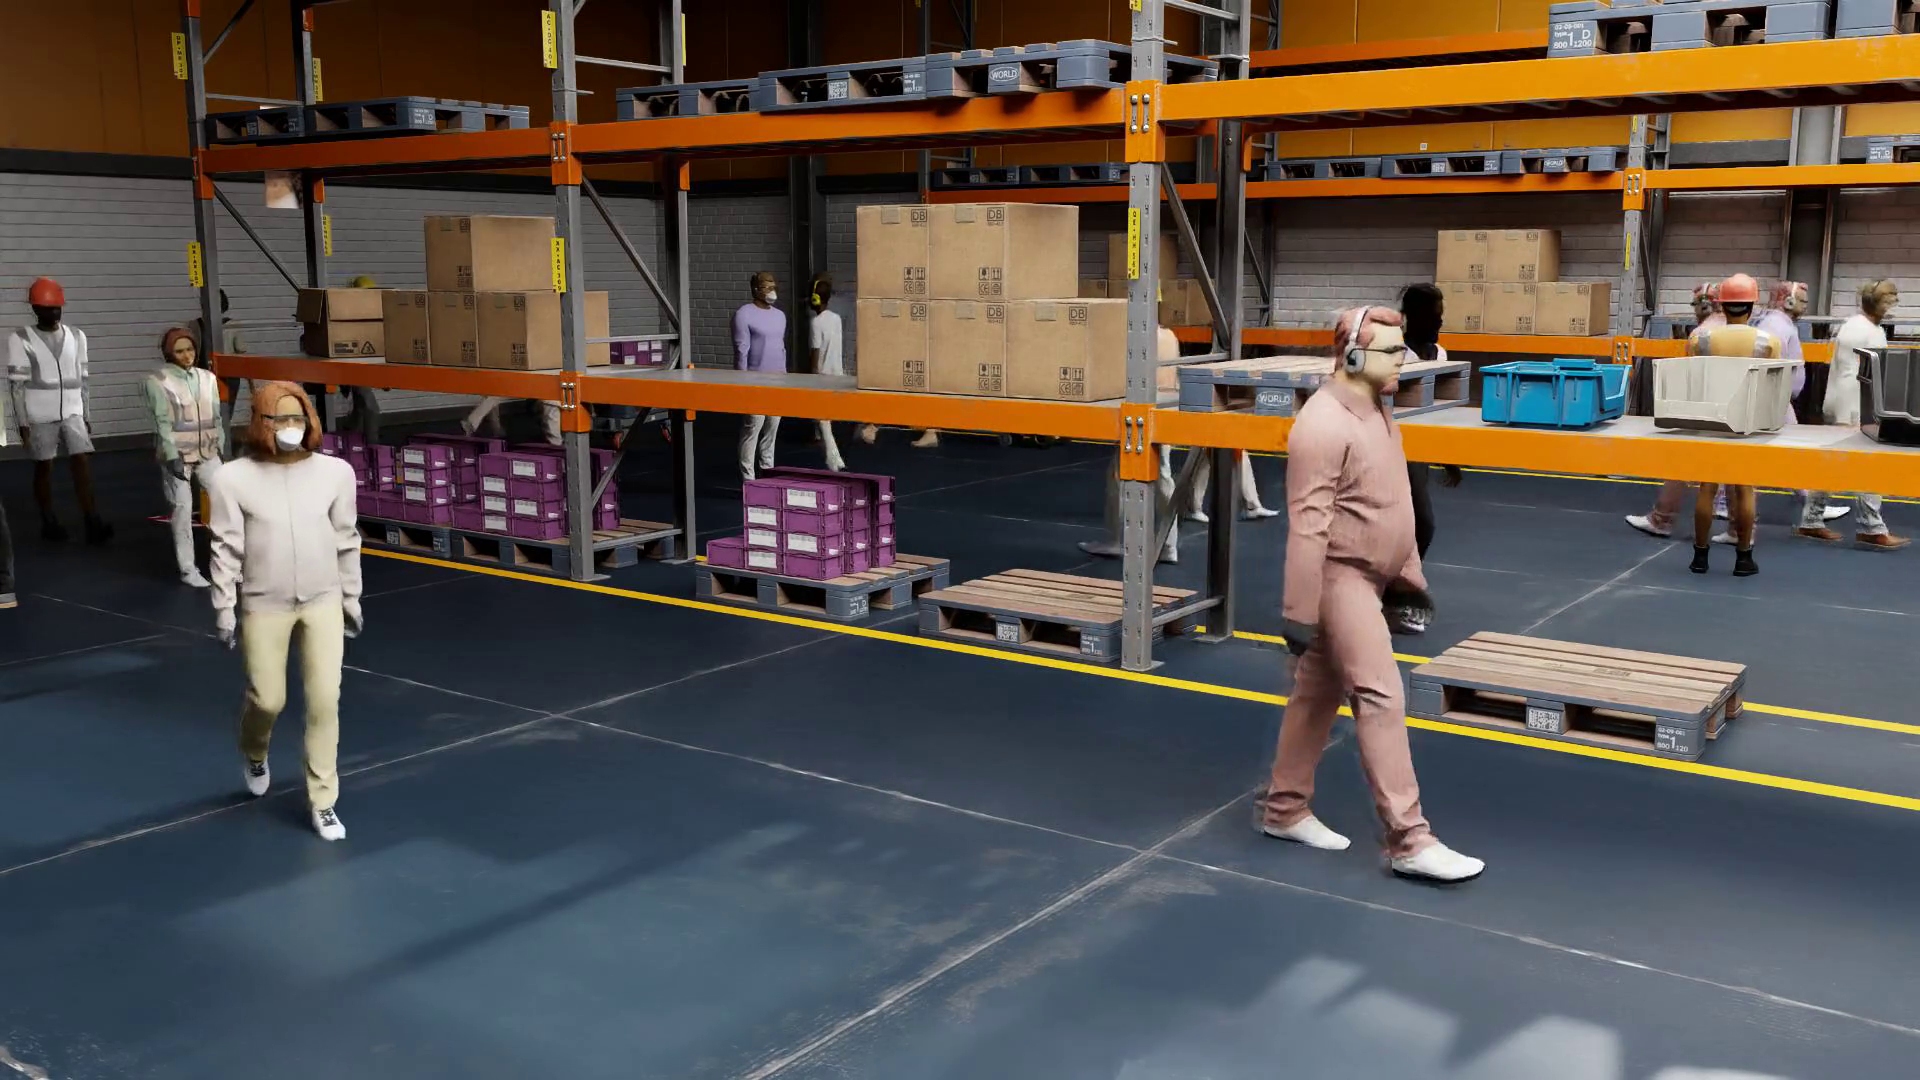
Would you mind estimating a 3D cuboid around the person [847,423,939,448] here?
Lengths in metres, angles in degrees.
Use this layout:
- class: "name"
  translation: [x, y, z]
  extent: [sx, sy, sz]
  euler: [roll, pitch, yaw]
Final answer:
- class: "person"
  translation: [-0.709, -1.976, 17.954]
  extent: [1.043, 1.983, 0.607]
  euler: [0, 10, -3]

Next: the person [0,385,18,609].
- class: "person"
  translation: [-5.768, -0.576, 9.651]
  extent: [0.406, 1.987, 0.608]
  euler: [-8, 12, -39]

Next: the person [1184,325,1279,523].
- class: "person"
  translation: [2.094, -0.909, 12.751]
  extent: [0.793, 1.607, 0.521]
  euler: [4, 10, 22]

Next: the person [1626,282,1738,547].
- class: "person"
  translation: [5.313, -0.907, 11.970]
  extent: [0.684, 1.854, 0.956]
  euler: [-6, 11, -30]

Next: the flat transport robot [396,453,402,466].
- class: "flat transport robot"
  translation: [-5.155, -0.639, 15.105]
  extent: [0.652, 0.197, 1.431]
  euler: [-3, 10, -18]

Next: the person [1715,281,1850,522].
- class: "person"
  translation: [6.347, -1.036, 12.746]
  extent: [0.981, 1.854, 0.655]
  euler: [3, 10, 18]

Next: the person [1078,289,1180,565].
- class: "person"
  translation: [1.164, -0.797, 11.193]
  extent: [0.834, 1.893, 0.622]
  euler: [9, 13, 42]

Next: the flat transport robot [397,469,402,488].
- class: "flat transport robot"
  translation: [-4.573, -0.491, 14.222]
  extent: [1.431, 0.197, 0.652]
  euler: [-3, 10, -18]

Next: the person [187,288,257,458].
- class: "person"
  translation: [-6.831, -1.443, 15.397]
  extent: [0.526, 1.795, 0.990]
  euler: [0, 10, -1]

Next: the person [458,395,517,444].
- class: "person"
  translation: [-5.141, -1.966, 17.969]
  extent: [0.625, 1.974, 0.824]
  euler: [6, 11, 31]

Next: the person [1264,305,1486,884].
- class: "person"
  translation: [1.414, 0.177, 5.500]
  extent: [0.895, 1.874, 0.647]
  euler: [5, 11, 26]

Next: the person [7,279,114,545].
- class: "person"
  translation: [-6.392, -0.889, 11.788]
  extent: [0.984, 1.882, 0.568]
  euler: [8, 13, 41]

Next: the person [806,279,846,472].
- class: "person"
  translation: [-1.247, -1.435, 15.142]
  extent: [0.422, 1.854, 0.552]
  euler: [4, 10, 22]

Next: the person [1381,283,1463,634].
- class: "person"
  translation: [2.503, -0.441, 9.072]
  extent: [0.576, 1.897, 0.610]
  euler: [8, 13, 41]

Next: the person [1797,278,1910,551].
- class: "person"
  translation: [6.335, -0.862, 11.612]
  extent: [0.903, 1.888, 0.678]
  euler: [8, 12, 39]

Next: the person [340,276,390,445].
- class: "person"
  translation: [-5.682, -1.571, 15.893]
  extent: [0.652, 1.874, 0.618]
  euler: [1, 10, 4]

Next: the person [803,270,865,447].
- class: "person"
  translation: [-1.398, -1.940, 17.950]
  extent: [0.668, 1.927, 0.640]
  euler: [7, 12, 34]

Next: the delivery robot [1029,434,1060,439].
- class: "delivery robot"
  translation: [0.801, -1.326, 18.074]
  extent: [0.707, 0.478, 0.477]
  euler: [6, 11, 32]

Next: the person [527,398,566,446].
- class: "person"
  translation: [-3.454, -1.164, 14.330]
  extent: [0.518, 1.602, 0.862]
  euler: [-4, 10, -23]

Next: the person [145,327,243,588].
- class: "person"
  translation: [-4.674, -0.486, 10.192]
  extent: [0.567, 1.617, 0.518]
  euler: [5, 11, 29]

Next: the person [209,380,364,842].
- class: "person"
  translation: [-2.398, 0.230, 5.920]
  extent: [0.509, 1.618, 0.615]
  euler: [-7, 12, -35]

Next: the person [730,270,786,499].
- class: "person"
  translation: [-1.671, -1.305, 14.110]
  extent: [0.371, 1.941, 0.627]
  euler: [6, 11, 33]

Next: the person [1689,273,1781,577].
- class: "person"
  translation: [4.959, -0.734, 10.703]
  extent: [0.543, 1.942, 0.349]
  euler: [6, 11, 30]
